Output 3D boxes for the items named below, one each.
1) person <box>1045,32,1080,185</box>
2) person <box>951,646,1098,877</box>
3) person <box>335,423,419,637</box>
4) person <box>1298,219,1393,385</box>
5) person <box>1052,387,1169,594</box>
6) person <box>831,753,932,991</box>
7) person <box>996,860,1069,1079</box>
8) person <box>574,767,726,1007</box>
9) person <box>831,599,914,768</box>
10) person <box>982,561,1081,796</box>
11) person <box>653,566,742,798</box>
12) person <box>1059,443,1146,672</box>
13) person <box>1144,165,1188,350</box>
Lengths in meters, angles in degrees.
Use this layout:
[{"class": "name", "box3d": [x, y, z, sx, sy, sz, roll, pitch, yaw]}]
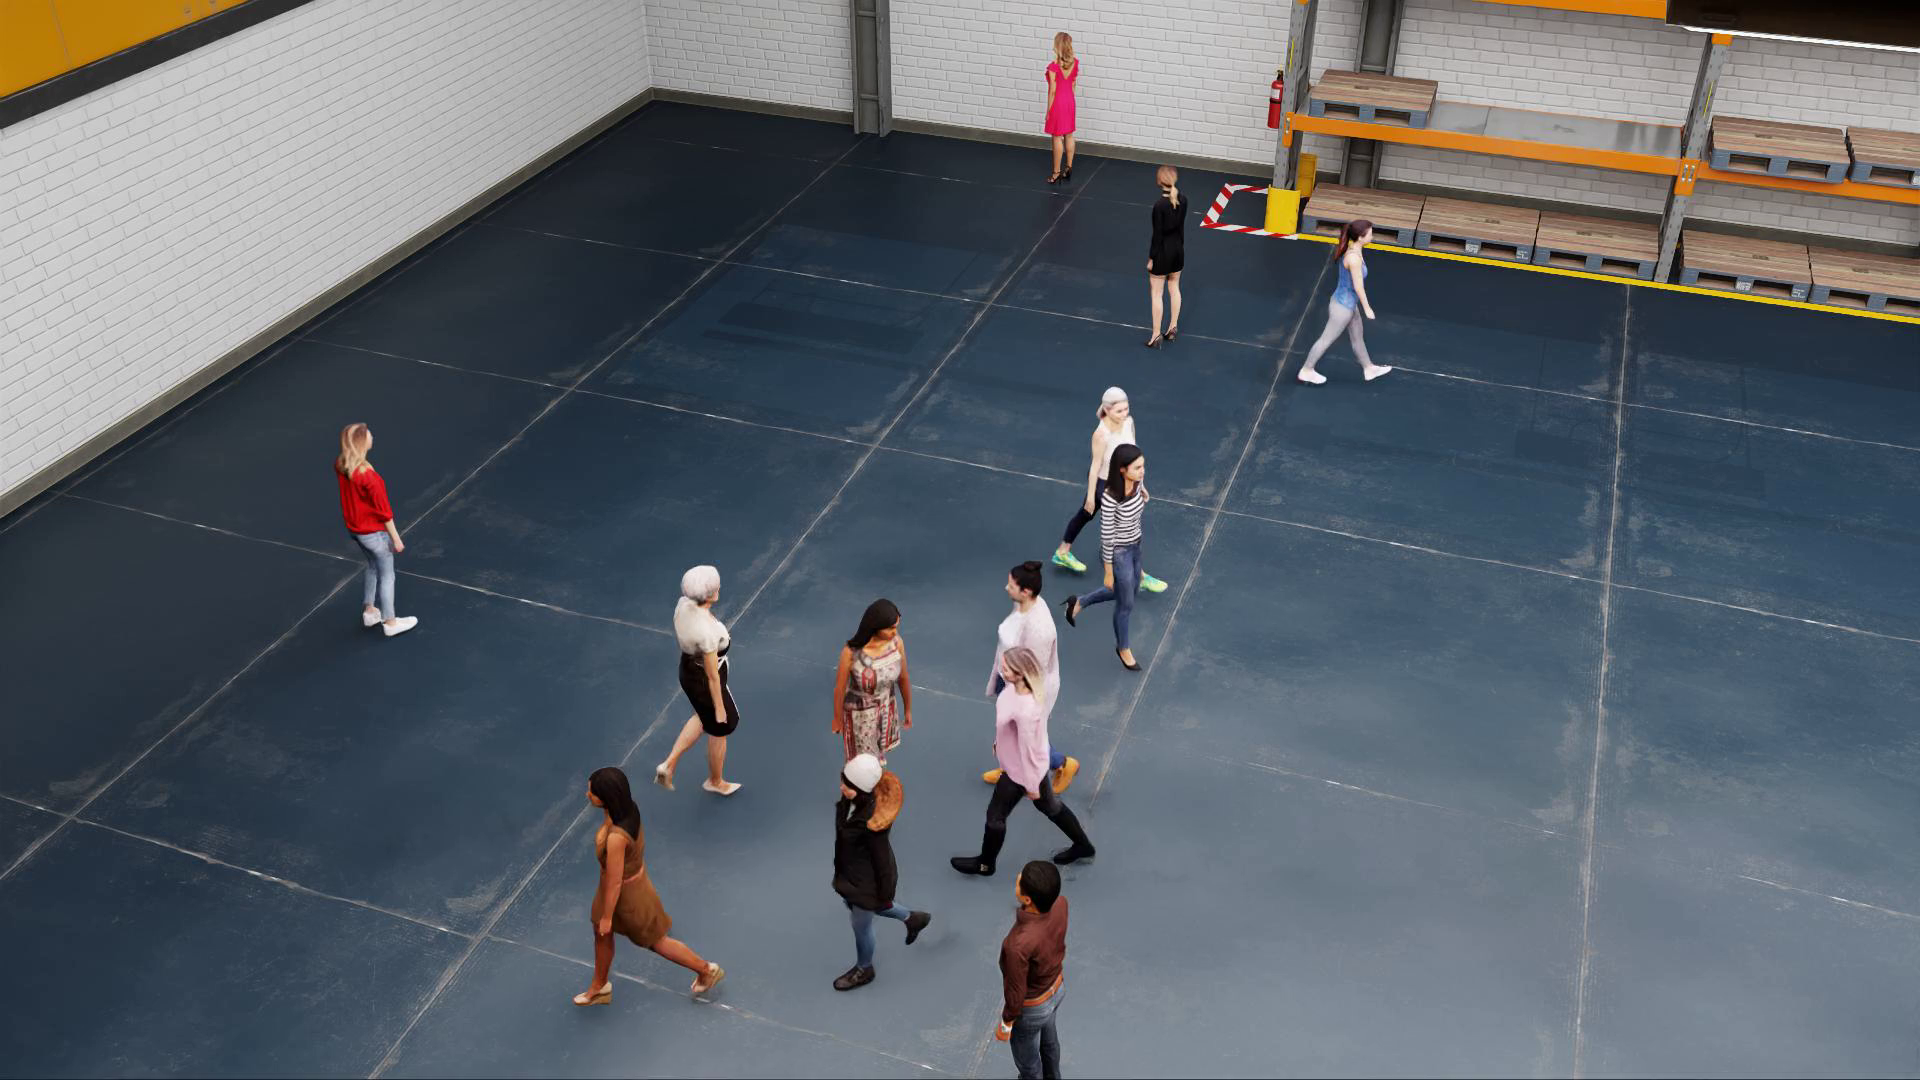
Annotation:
[{"class": "person", "box3d": [1.164, -4.919, 18.924, 0.661, 1.729, 0.690, -24, 40, -31]}, {"class": "person", "box3d": [0.469, 1.299, 9.639, 1.148, 1.651, 0.777, 1, 34, 2]}, {"class": "person", "box3d": [-4.156, -0.059, 11.639, 0.590, 1.700, 0.760, 24, 40, 31]}, {"class": "person", "box3d": [3.335, -2.069, 14.786, 1.092, 1.564, 0.692, 6, 34, 8]}, {"class": "person", "box3d": [0.993, -0.401, 12.203, 1.221, 1.645, 0.746, 19, 38, 26]}, {"class": "person", "box3d": [-0.444, 1.758, 8.975, 0.970, 1.623, 0.899, -13, 36, -19]}, {"class": "person", "box3d": [0.371, 2.234, 8.115, 0.599, 1.782, 0.688, 19, 38, 27]}, {"class": "person", "box3d": [-1.662, 1.880, 8.764, 1.122, 1.652, 0.960, -8, 34, -12]}, {"class": "person", "box3d": [-0.579, 1.000, 10.121, 0.807, 1.617, 0.864, -16, 37, -23]}, {"class": "person", "box3d": [0.467, 0.876, 10.200, 0.989, 1.735, 0.915, -4, 34, -7]}, {"class": "person", "box3d": [-1.637, 0.923, 10.130, 0.965, 1.734, 0.918, -14, 36, -20]}, {"class": "person", "box3d": [1.017, 0.104, 11.326, 0.969, 1.775, 0.731, 21, 39, 28]}, {"class": "person", "box3d": [1.899, -2.628, 15.442, 0.664, 1.767, 0.681, -24, 41, -32]}]
